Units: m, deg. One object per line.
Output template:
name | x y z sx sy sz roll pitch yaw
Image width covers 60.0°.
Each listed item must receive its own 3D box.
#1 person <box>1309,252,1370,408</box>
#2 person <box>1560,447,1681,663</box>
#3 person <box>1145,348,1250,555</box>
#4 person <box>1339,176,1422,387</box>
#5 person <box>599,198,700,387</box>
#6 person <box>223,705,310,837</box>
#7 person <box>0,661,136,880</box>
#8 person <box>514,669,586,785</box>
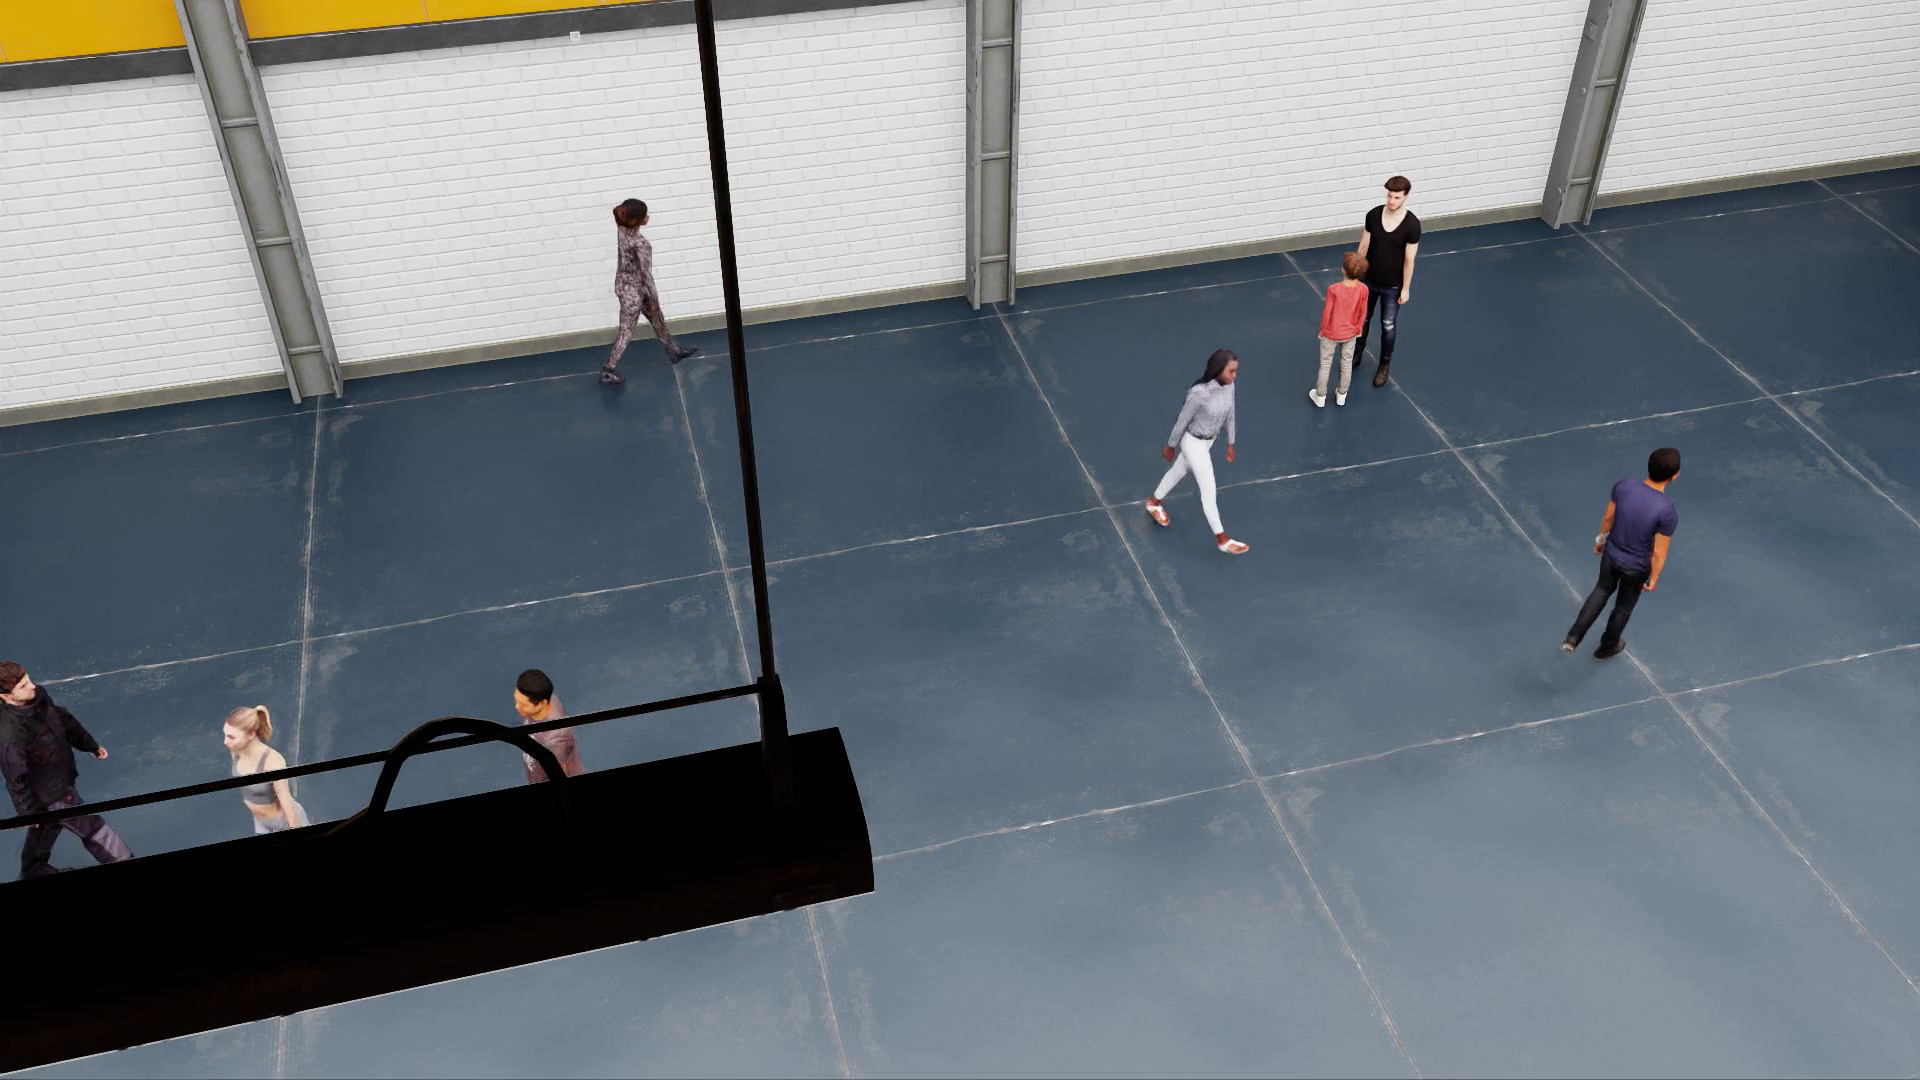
person | 3.145 -1.735 13.729 0.488 1.414 0.621 -2 39 -3
person | 4.387 0.153 11.072 0.948 1.778 0.836 -27 46 -29
person | 1.673 -0.707 12.250 1.195 1.652 1.062 -27 46 -30
person | 3.545 -2.193 13.919 0.734 1.892 0.775 23 44 26
person | -2.814 -2.031 13.895 1.197 1.669 0.770 -22 44 -25
person | -3.769 1.551 9.394 0.936 1.689 0.979 19 42 22
person | -5.296 1.403 9.493 1.117 1.796 0.718 -10 40 -12
person | -2.227 1.360 9.570 0.713 1.766 0.706 -16 41 -19
